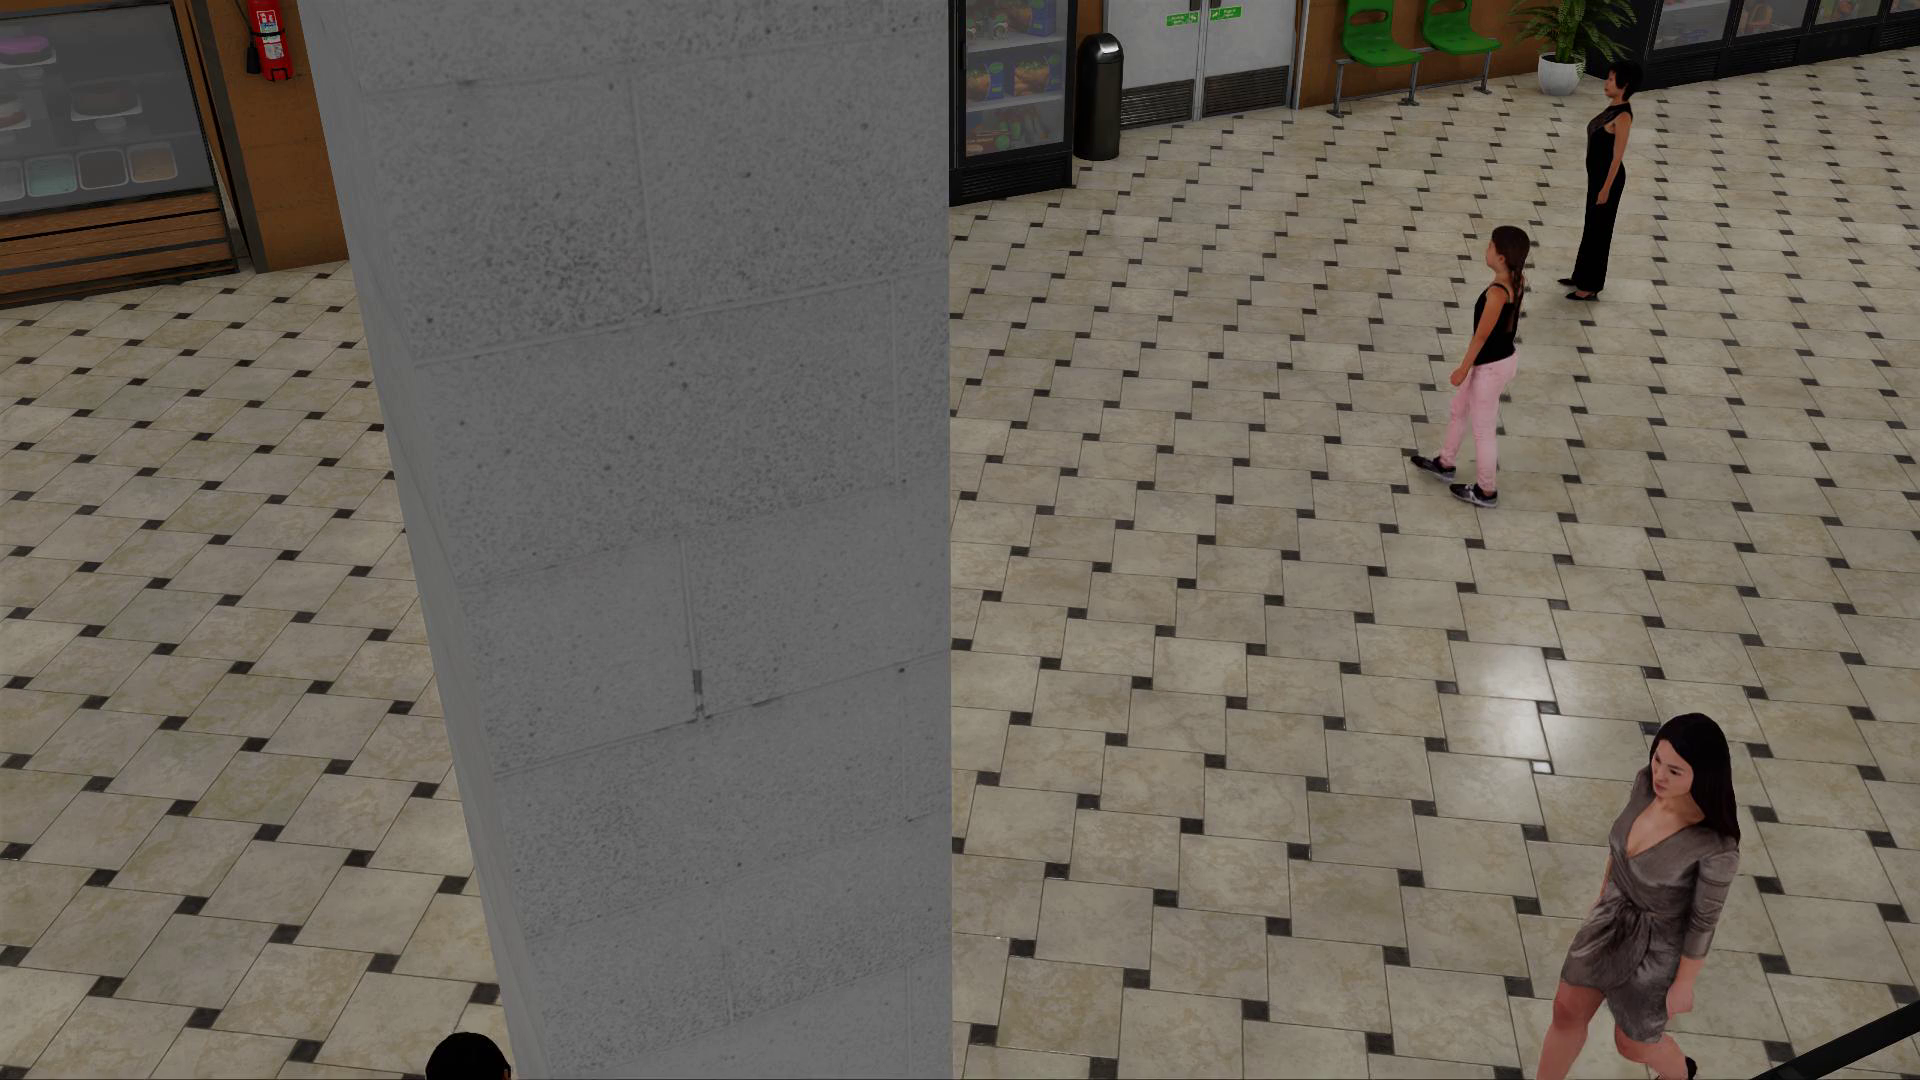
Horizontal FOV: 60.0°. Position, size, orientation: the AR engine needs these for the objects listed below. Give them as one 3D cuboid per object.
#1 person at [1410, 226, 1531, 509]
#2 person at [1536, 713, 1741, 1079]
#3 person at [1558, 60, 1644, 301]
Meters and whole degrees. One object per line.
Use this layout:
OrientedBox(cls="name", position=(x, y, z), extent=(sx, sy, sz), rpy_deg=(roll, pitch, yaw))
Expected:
OrientedBox(cls="person", position=(2.821, -0.873, 8.646), extent=(0.867, 1.553, 0.749), rpy_deg=(20, 37, 29))
OrientedBox(cls="person", position=(2.135, 1.235, 5.090), extent=(0.742, 1.731, 0.895), rpy_deg=(-10, 33, -15))
OrientedBox(cls="person", position=(4.279, -2.376, 11.016), extent=(0.722, 1.603, 0.629), rpy_deg=(6, 32, 9))
